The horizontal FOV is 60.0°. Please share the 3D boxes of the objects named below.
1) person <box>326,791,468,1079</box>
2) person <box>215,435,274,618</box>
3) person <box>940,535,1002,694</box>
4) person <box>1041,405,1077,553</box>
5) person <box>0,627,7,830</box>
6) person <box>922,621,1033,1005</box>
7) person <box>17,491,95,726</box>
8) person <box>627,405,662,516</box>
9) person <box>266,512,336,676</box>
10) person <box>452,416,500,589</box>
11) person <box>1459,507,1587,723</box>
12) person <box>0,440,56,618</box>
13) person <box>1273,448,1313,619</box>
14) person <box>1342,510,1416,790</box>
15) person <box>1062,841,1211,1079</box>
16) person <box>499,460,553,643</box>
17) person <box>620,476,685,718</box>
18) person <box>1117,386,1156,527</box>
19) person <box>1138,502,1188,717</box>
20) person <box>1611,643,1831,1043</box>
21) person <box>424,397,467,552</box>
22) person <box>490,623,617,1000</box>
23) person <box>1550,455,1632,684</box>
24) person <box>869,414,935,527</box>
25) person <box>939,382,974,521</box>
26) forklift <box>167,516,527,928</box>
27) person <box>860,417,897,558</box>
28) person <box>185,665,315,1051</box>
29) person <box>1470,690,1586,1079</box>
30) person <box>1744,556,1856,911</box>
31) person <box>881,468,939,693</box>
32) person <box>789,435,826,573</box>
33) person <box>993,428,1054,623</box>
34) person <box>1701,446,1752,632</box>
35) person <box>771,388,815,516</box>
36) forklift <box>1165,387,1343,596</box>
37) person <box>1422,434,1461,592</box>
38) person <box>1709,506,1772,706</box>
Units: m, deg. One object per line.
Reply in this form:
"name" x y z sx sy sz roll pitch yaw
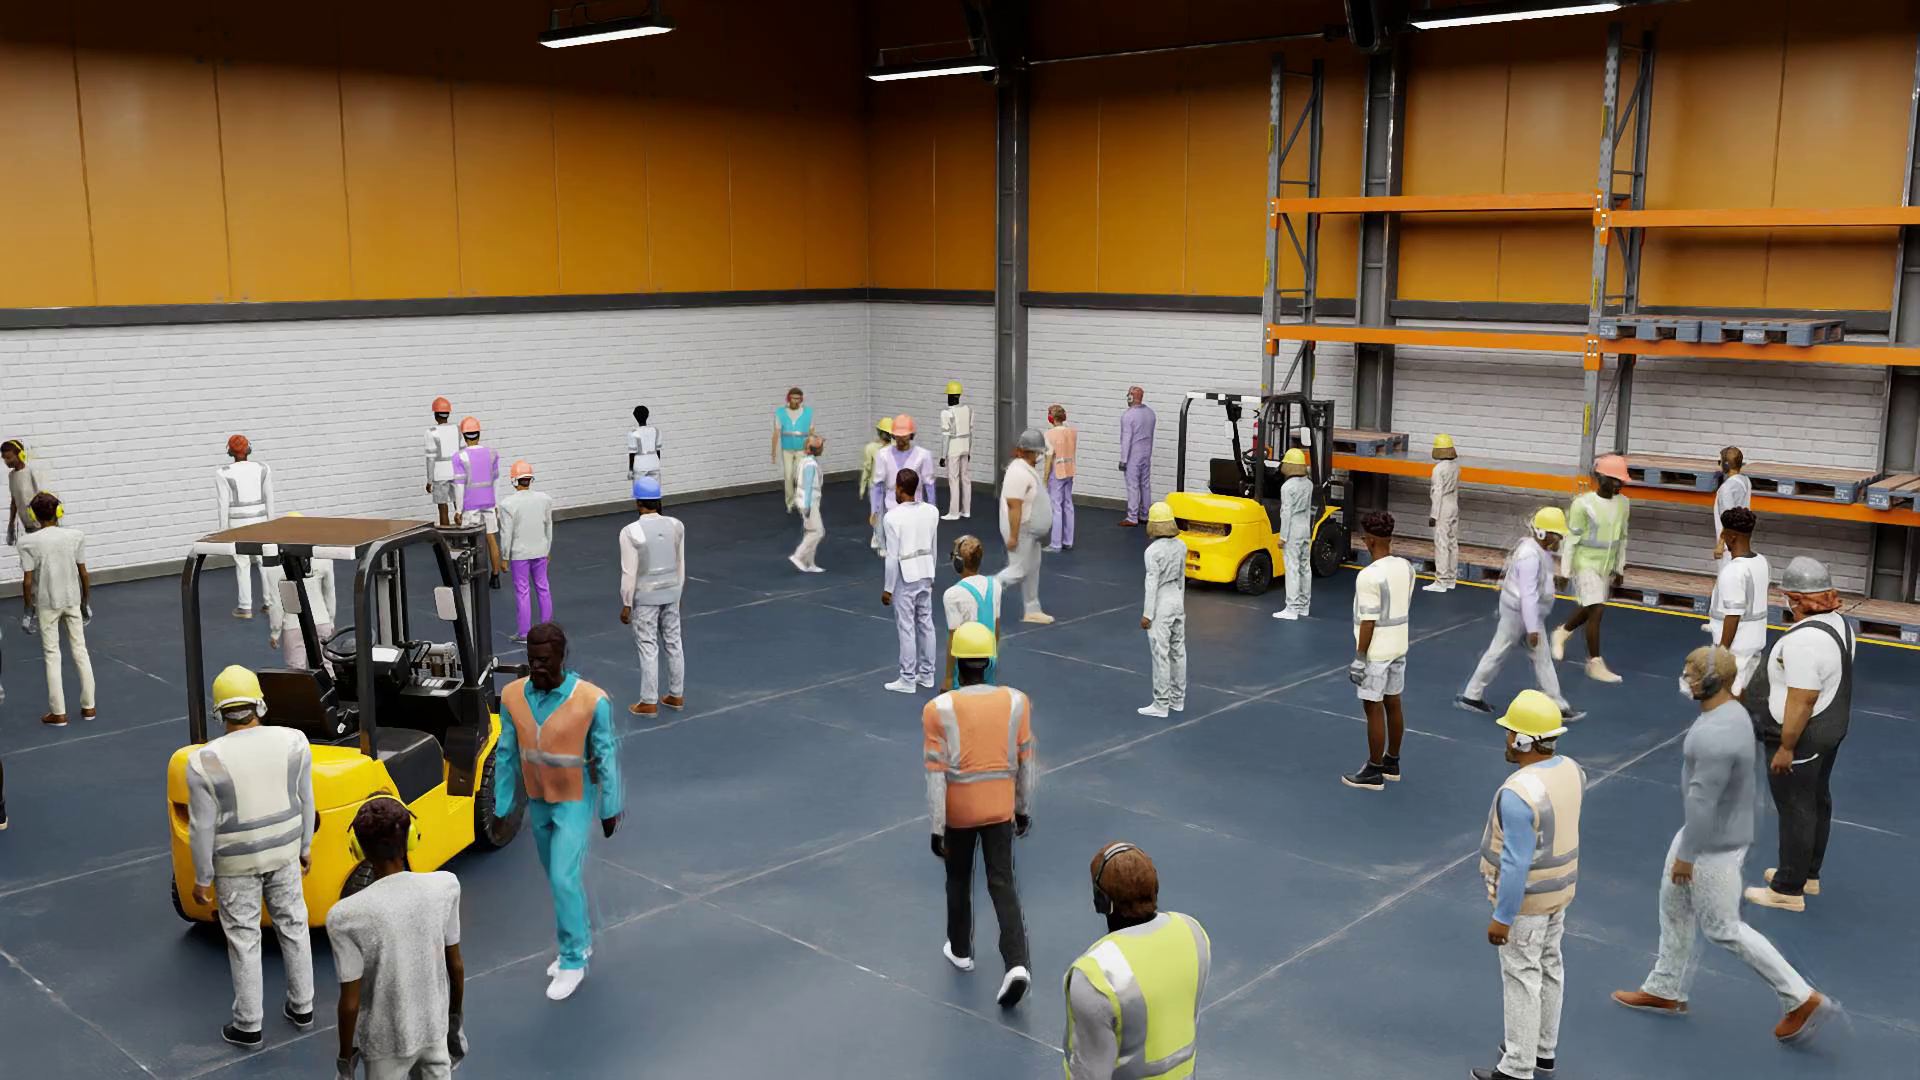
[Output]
"person" -2.006 1.810 5.950 0.334 1.864 0.521 10 14 44
"person" -7.294 -0.142 17.006 0.360 1.882 0.574 10 14 44
"person" 0.068 0.879 11.296 0.350 1.847 0.506 10 14 44
"person" 1.233 -0.753 20.602 0.395 1.839 0.564 10 14 44
"person" -6.427 0.940 10.614 0.373 1.962 0.605 10 14 44
"person" 0.123 1.368 8.402 0.599 1.893 0.895 -3 10 -17
"person" -7.157 0.542 13.168 0.334 1.864 0.521 10 14 44
"person" -4.182 -0.940 22.072 0.322 1.698 0.533 10 14 44
"person" -5.037 0.663 12.750 0.325 1.769 0.524 10 14 44
"person" -5.319 -0.389 18.271 0.376 1.933 0.544 10 14 44
"person" 4.491 0.588 13.244 1.008 1.749 0.597 6 12 33
"person" -9.509 -0.116 16.982 0.541 1.833 0.605 7 12 34
"person" 3.396 -0.065 16.959 0.308 1.744 0.485 10 14 44
"person" 2.925 0.764 11.616 0.373 1.962 0.605 10 14 44
"person" 0.551 1.894 5.539 0.430 1.840 0.622 10 14 44
"person" -4.163 0.109 15.939 0.335 1.753 0.563 10 14 44
"person" -2.477 0.457 13.402 0.398 1.949 0.604 10 14 44
"person" 2.366 -1.132 22.569 0.401 1.910 0.640 10 14 44
"person" 1.630 0.557 13.433 0.313 1.739 0.485 10 14 44
"person" 3.683 1.441 7.941 0.887 1.910 0.630 4 11 23
"person" -6.360 -0.795 20.560 0.372 1.939 0.544 10 14 44
"person" -2.085 1.357 8.429 0.598 1.895 0.726 4 11 21
"person" 5.550 0.208 14.724 0.657 1.999 0.958 -4 11 -22
"person" -0.617 -0.332 17.709 0.642 2.016 0.664 3 10 15
"person" -0.065 -1.232 23.078 0.381 1.928 0.587 10 14 44
"forklift" -3.583 0.976 9.748 1.214 2.155 2.313 2 10 11
"person" -0.991 -0.677 20.528 0.542 1.721 0.826 -5 11 -27
"person" -3.342 1.492 7.861 0.404 1.827 0.589 10 14 44
"person" 2.522 1.566 7.417 0.404 1.835 0.589 10 14 44
"person" 4.780 1.089 9.544 0.537 2.000 0.675 10 14 44
"person" -0.416 0.345 14.138 0.398 1.917 0.588 10 14 44
"person" -1.733 -0.402 19.197 0.378 1.624 0.532 -2 10 -12
"person" 0.538 -0.151 16.604 0.786 2.000 0.707 2 10 10
"person" 7.536 0.002 16.302 0.350 1.842 0.506 10 14 44
"person" -2.351 -1.234 23.407 0.612 1.810 0.692 0 10 -1
"forklift" 3.298 -0.608 18.767 1.214 2.155 2.313 9 13 42
"person" 5.306 -0.300 18.311 0.313 1.739 0.485 10 14 44
"person" 5.490 0.736 11.779 0.373 1.962 0.605 10 14 44
